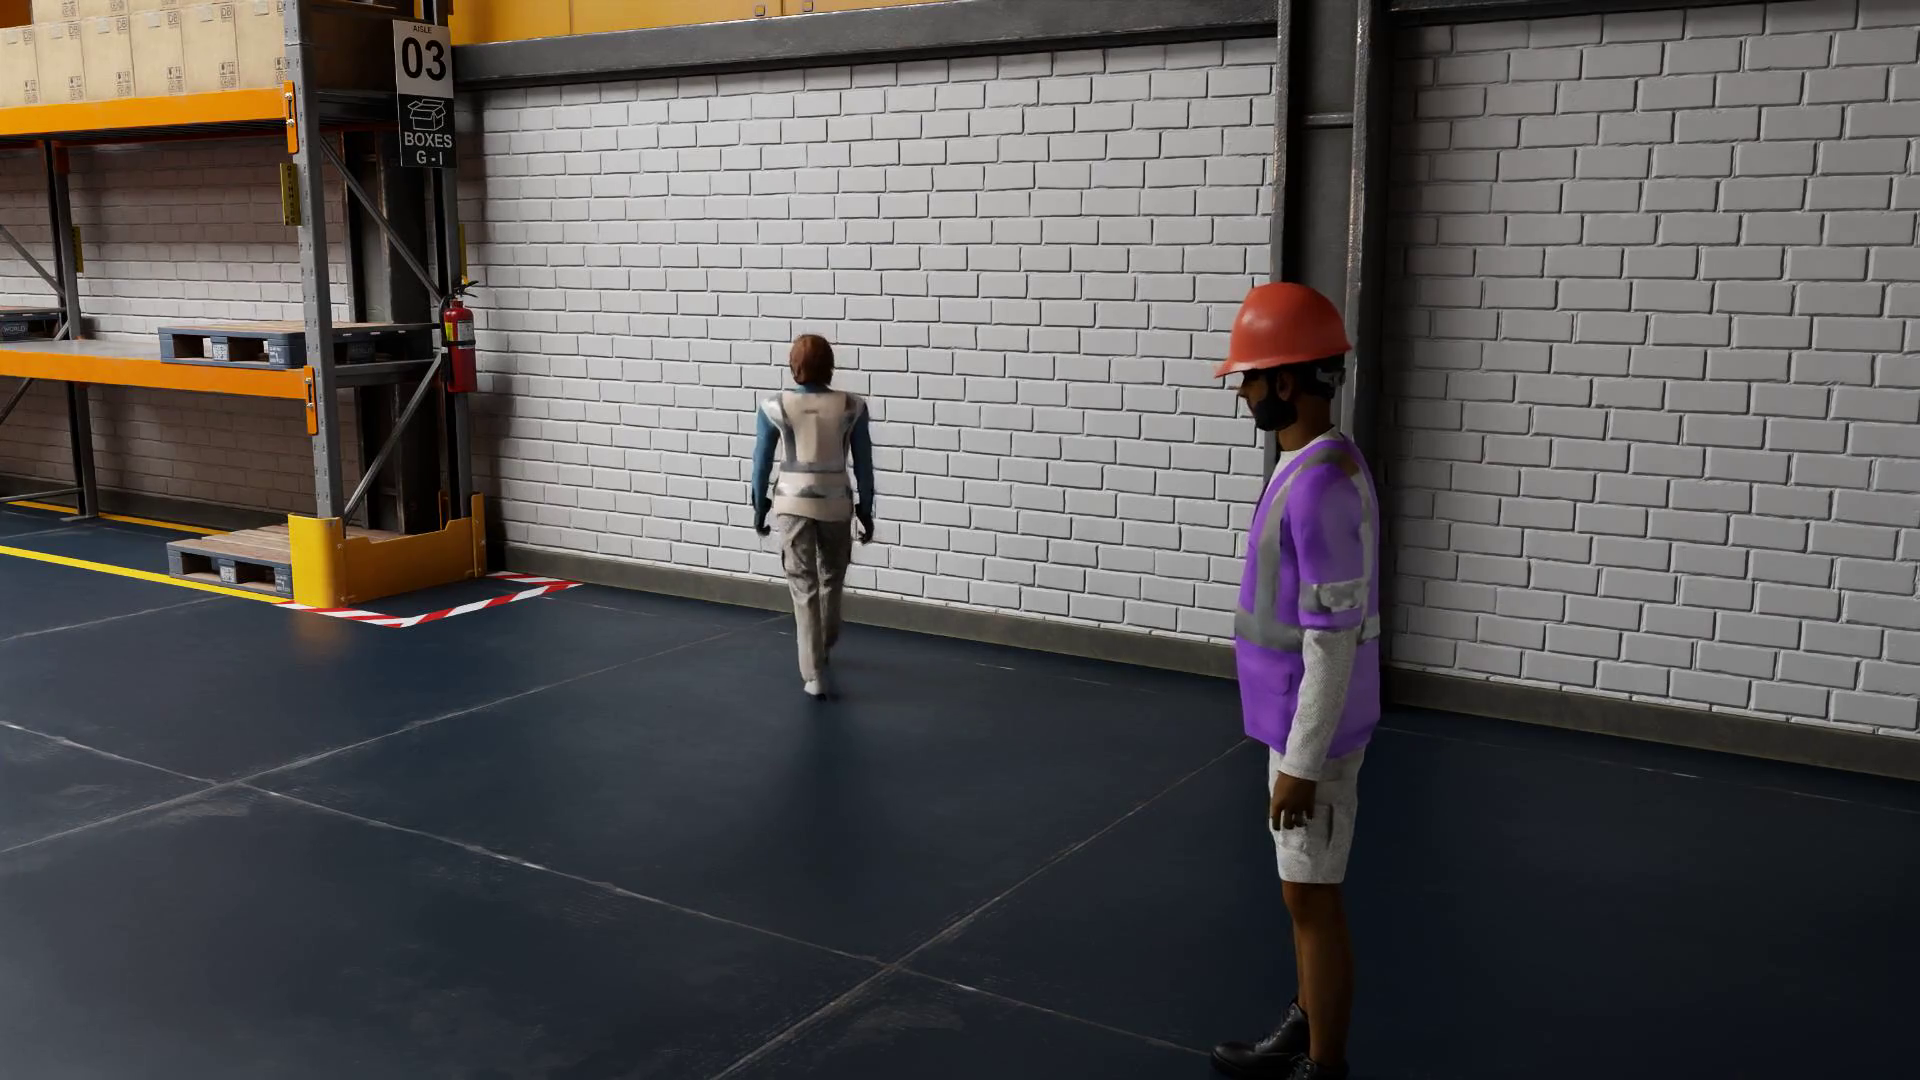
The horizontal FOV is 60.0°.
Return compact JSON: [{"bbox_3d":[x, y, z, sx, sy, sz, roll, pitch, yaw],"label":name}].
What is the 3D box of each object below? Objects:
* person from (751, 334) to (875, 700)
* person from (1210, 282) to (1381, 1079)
[{"bbox_3d":[-0.677,-0.131,7.564,0.542,1.589,0.858,-2,10,-12],"label":"person"},{"bbox_3d":[0.739,0.400,3.720,0.384,1.930,0.547,2,10,9],"label":"person"}]
